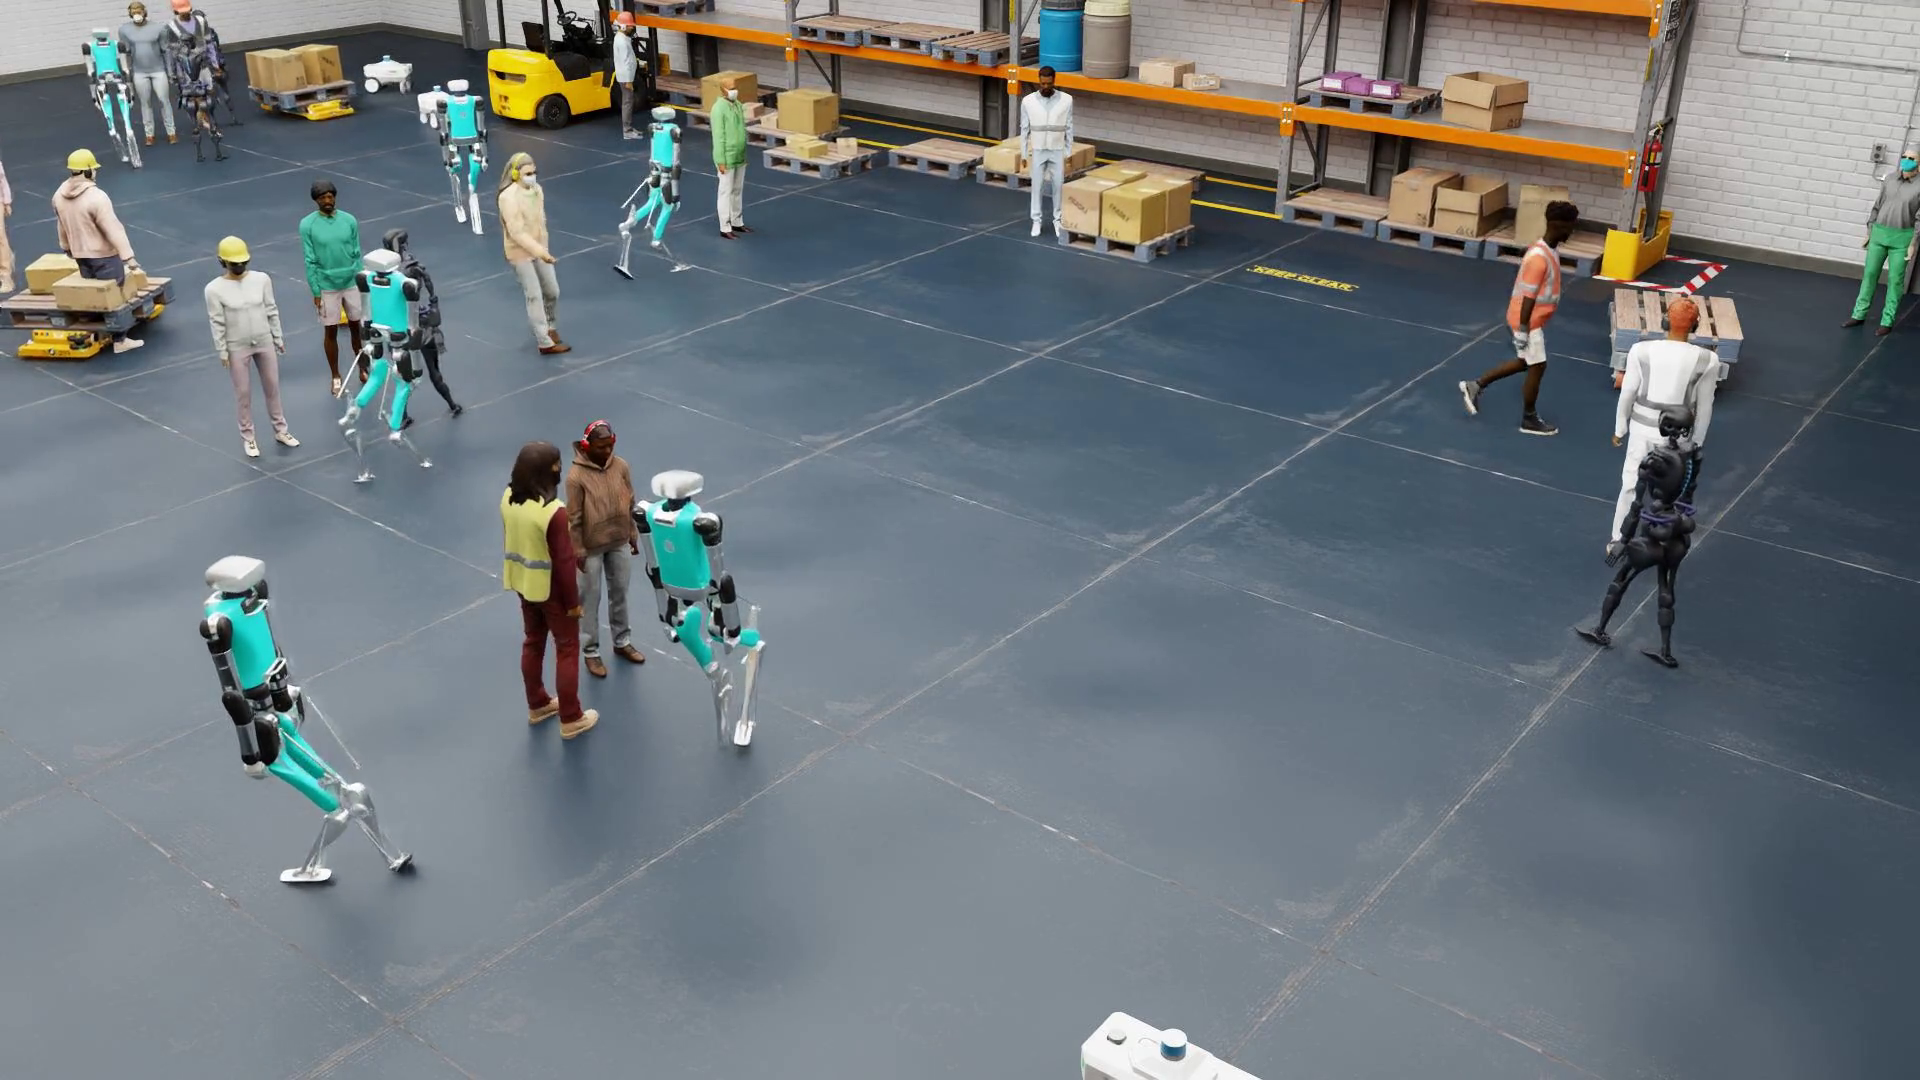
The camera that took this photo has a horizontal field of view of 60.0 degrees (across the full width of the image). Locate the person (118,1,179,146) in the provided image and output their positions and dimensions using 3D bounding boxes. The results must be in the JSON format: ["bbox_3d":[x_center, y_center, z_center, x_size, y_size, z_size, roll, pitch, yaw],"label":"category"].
[{"bbox_3d":[-11.223,-6.468,23.048,0.627,1.940,0.375,-9,27,-19],"label":"person"}]

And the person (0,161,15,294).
[{"bbox_3d":[-9.994,-3.472,17.047,0.550,1.762,0.719,-3,26,-6],"label":"person"}]

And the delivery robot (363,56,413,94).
[{"bbox_3d":[-9.188,-7.452,26.674,0.766,0.594,0.529,-1,26,-2],"label":"delivery robot"}]

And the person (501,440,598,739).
[{"bbox_3d":[-2.324,0.284,9.271,0.496,1.762,0.376,18,31,33],"label":"person"}]

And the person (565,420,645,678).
[{"bbox_3d":[-2.124,0.035,9.923,0.457,1.640,0.326,-20,32,-35],"label":"person"}]

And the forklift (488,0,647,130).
[{"bbox_3d":[-5.874,-7.334,24.552,1.214,2.155,2.313,19,32,34],"label":"forklift"}]

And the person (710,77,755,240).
[{"bbox_3d":[-2.581,-4.307,18.749,0.384,1.782,0.550,11,28,22],"label":"person"}]

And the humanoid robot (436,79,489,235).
[{"bbox_3d":[-5.725,-4.431,19.109,0.536,1.772,1.010,-12,28,-23],"label":"humanoid robot"}]

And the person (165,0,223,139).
[{"bbox_3d":[-10.781,-6.674,23.398,0.666,2.012,0.640,19,32,34],"label":"person"}]

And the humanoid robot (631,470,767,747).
[{"bbox_3d":[-1.335,0.415,9.145,0.562,1.894,0.774,13,29,25],"label":"humanoid robot"}]

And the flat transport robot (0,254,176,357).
[{"bbox_3d":[-8.256,-2.052,15.820,0.659,0.231,1.431,2,26,4],"label":"flat transport robot"}]

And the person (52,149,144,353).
[{"bbox_3d":[-7.889,-2.618,15.171,0.819,1.855,0.434,9,27,19],"label":"person"}]

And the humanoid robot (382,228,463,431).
[{"bbox_3d":[-4.440,-1.718,13.545,0.613,1.638,0.614,11,28,22],"label":"humanoid robot"}]

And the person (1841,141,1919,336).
[{"bbox_3d":[8.790,-2.850,15.679,0.341,1.831,0.511,-18,31,-32],"label":"person"}]

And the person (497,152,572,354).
[{"bbox_3d":[-3.856,-2.595,15.150,0.586,1.853,0.573,15,30,29],"label":"person"}]

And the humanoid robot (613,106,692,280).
[{"bbox_3d":[-3.326,-3.560,17.321,0.998,1.762,0.566,-21,33,-37],"label":"humanoid robot"}]

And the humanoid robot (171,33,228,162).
[{"bbox_3d":[-10.162,-5.901,22.157,0.599,1.655,0.315,-2,26,-4],"label":"humanoid robot"}]

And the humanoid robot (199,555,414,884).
[{"bbox_3d":[-3.087,0.951,8.019,0.801,1.880,0.553,0,26,0],"label":"humanoid robot"}]

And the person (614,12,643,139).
[{"bbox_3d":[-4.672,-6.541,23.425,0.350,1.739,0.573,-5,26,-11],"label":"person"}]

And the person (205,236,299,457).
[{"bbox_3d":[-5.540,-1.513,12.996,0.525,1.756,0.338,-23,34,-39],"label":"person"}]

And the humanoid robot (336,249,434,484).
[{"bbox_3d":[-4.388,-1.244,12.503,0.575,1.791,0.839,9,27,19],"label":"humanoid robot"}]

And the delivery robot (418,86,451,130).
[{"bbox_3d":[-7.611,-6.324,24.356,0.499,0.610,0.813,-23,34,-39],"label":"delivery robot"}]

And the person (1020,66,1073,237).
[{"bbox_3d":[0.978,-4.387,18.780,0.596,1.907,0.410,-1,26,-2],"label":"person"}]

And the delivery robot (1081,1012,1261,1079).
[{"bbox_3d":[0.858,2.231,6.638,0.804,0.610,0.499,18,31,33],"label":"delivery robot"}]

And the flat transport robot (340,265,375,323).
[{"bbox_3d":[-6.038,-2.497,16.742,0.659,0.231,1.431,-12,28,-23],"label":"flat transport robot"}]

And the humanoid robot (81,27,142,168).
[{"bbox_3d":[-11.100,-5.736,21.880,0.532,1.900,0.766,-14,29,-27],"label":"humanoid robot"}]

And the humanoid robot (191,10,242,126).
[{"bbox_3d":[-10.857,-6.838,24.128,0.500,1.635,0.608,7,27,15],"label":"humanoid robot"}]

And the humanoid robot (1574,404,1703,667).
[{"bbox_3d":[4.195,-0.062,10.092,0.601,1.638,0.639,-14,29,-26],"label":"humanoid robot"}]

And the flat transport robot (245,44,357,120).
[{"bbox_3d":[-9.920,-6.591,25.220,1.431,0.231,0.659,18,31,33],"label":"flat transport robot"}]

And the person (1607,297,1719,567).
[{"bbox_3d":[4.712,-0.718,11.201,0.584,1.881,0.344,11,28,21],"label":"person"}]

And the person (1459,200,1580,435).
[{"bbox_3d":[4.534,-1.808,13.410,0.770,1.930,0.610,11,28,21],"label":"person"}]

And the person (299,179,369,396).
[{"bbox_3d":[-5.338,-2.177,14.263,0.492,1.850,0.397,-18,31,-32],"label":"person"}]
